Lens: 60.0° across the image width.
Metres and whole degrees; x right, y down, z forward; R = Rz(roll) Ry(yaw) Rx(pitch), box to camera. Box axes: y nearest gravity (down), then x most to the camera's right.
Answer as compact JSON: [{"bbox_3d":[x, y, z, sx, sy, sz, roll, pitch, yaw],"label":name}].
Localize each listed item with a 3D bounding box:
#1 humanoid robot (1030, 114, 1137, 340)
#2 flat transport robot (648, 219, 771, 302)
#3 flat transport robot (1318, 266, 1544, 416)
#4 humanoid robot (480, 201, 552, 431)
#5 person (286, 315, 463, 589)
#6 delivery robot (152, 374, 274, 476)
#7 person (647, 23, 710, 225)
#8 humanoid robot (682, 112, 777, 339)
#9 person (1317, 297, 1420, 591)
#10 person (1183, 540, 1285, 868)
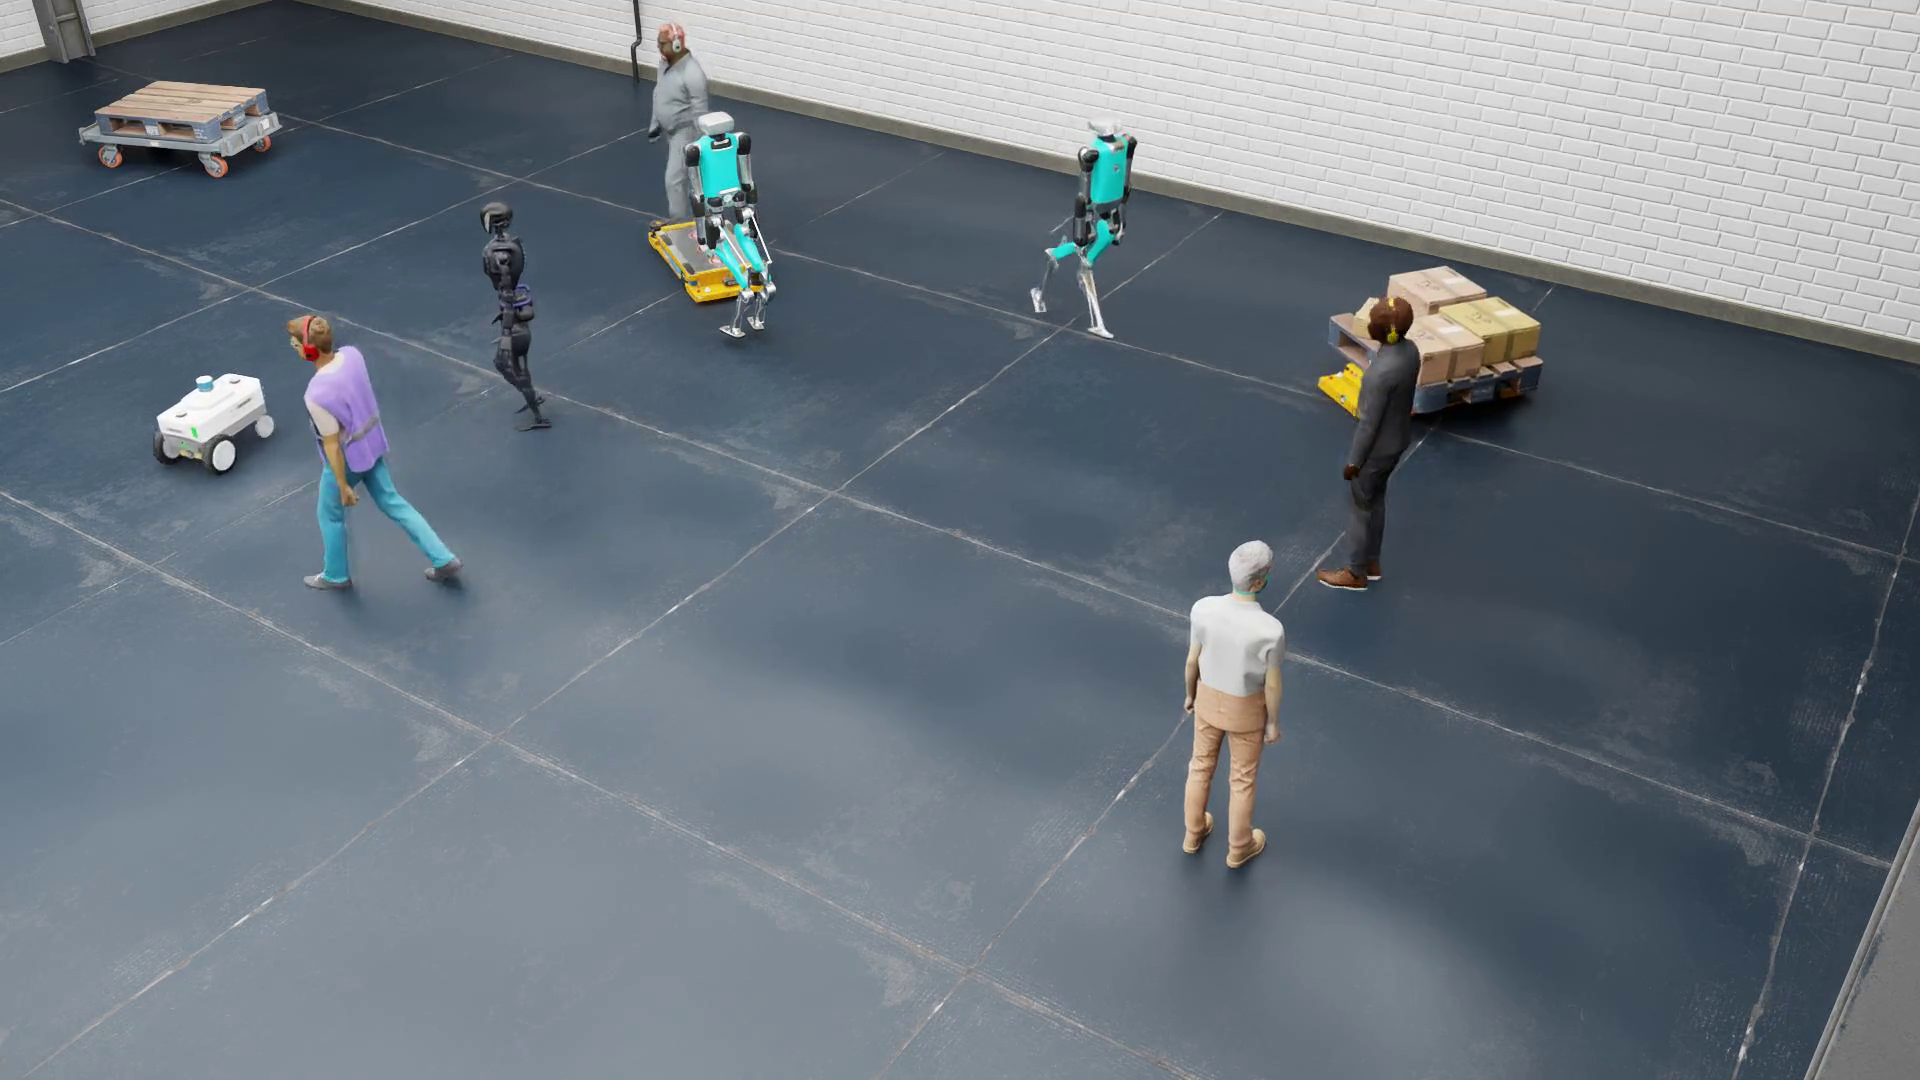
[{"bbox_3d":[0.865,-2.459,12.753,0.533,1.783,0.926,-25,40,-33],"label":"humanoid robot"},{"bbox_3d":[-2.112,-2.384,13.966,0.659,0.231,1.431,-14,35,-20],"label":"flat transport robot"},{"bbox_3d":[3.394,-1.166,12.070,1.431,0.231,0.659,-12,35,-18],"label":"flat transport robot"},{"bbox_3d":[-3.046,-1.495,11.279,0.341,1.654,0.601,-8,34,-13],"label":"humanoid robot"},{"bbox_3d":[-3.448,-0.473,9.583,0.926,1.800,0.589,6,33,10],"label":"person"},{"bbox_3d":[-5.061,-0.809,11.259,0.499,0.603,0.794,11,34,17],"label":"delivery robot"},{"bbox_3d":[-2.459,-3.409,14.074,0.694,1.887,0.651,-15,36,-23],"label":"person"},{"bbox_3d":[-1.634,-2.274,12.317,0.533,1.673,0.735,-20,38,-28],"label":"humanoid robot"},{"bbox_3d":[2.435,-0.542,9.632,0.311,1.875,0.537,23,39,31],"label":"person"},{"bbox_3d":[1.257,0.771,7.700,0.473,1.734,0.322,19,37,27],"label":"person"}]
